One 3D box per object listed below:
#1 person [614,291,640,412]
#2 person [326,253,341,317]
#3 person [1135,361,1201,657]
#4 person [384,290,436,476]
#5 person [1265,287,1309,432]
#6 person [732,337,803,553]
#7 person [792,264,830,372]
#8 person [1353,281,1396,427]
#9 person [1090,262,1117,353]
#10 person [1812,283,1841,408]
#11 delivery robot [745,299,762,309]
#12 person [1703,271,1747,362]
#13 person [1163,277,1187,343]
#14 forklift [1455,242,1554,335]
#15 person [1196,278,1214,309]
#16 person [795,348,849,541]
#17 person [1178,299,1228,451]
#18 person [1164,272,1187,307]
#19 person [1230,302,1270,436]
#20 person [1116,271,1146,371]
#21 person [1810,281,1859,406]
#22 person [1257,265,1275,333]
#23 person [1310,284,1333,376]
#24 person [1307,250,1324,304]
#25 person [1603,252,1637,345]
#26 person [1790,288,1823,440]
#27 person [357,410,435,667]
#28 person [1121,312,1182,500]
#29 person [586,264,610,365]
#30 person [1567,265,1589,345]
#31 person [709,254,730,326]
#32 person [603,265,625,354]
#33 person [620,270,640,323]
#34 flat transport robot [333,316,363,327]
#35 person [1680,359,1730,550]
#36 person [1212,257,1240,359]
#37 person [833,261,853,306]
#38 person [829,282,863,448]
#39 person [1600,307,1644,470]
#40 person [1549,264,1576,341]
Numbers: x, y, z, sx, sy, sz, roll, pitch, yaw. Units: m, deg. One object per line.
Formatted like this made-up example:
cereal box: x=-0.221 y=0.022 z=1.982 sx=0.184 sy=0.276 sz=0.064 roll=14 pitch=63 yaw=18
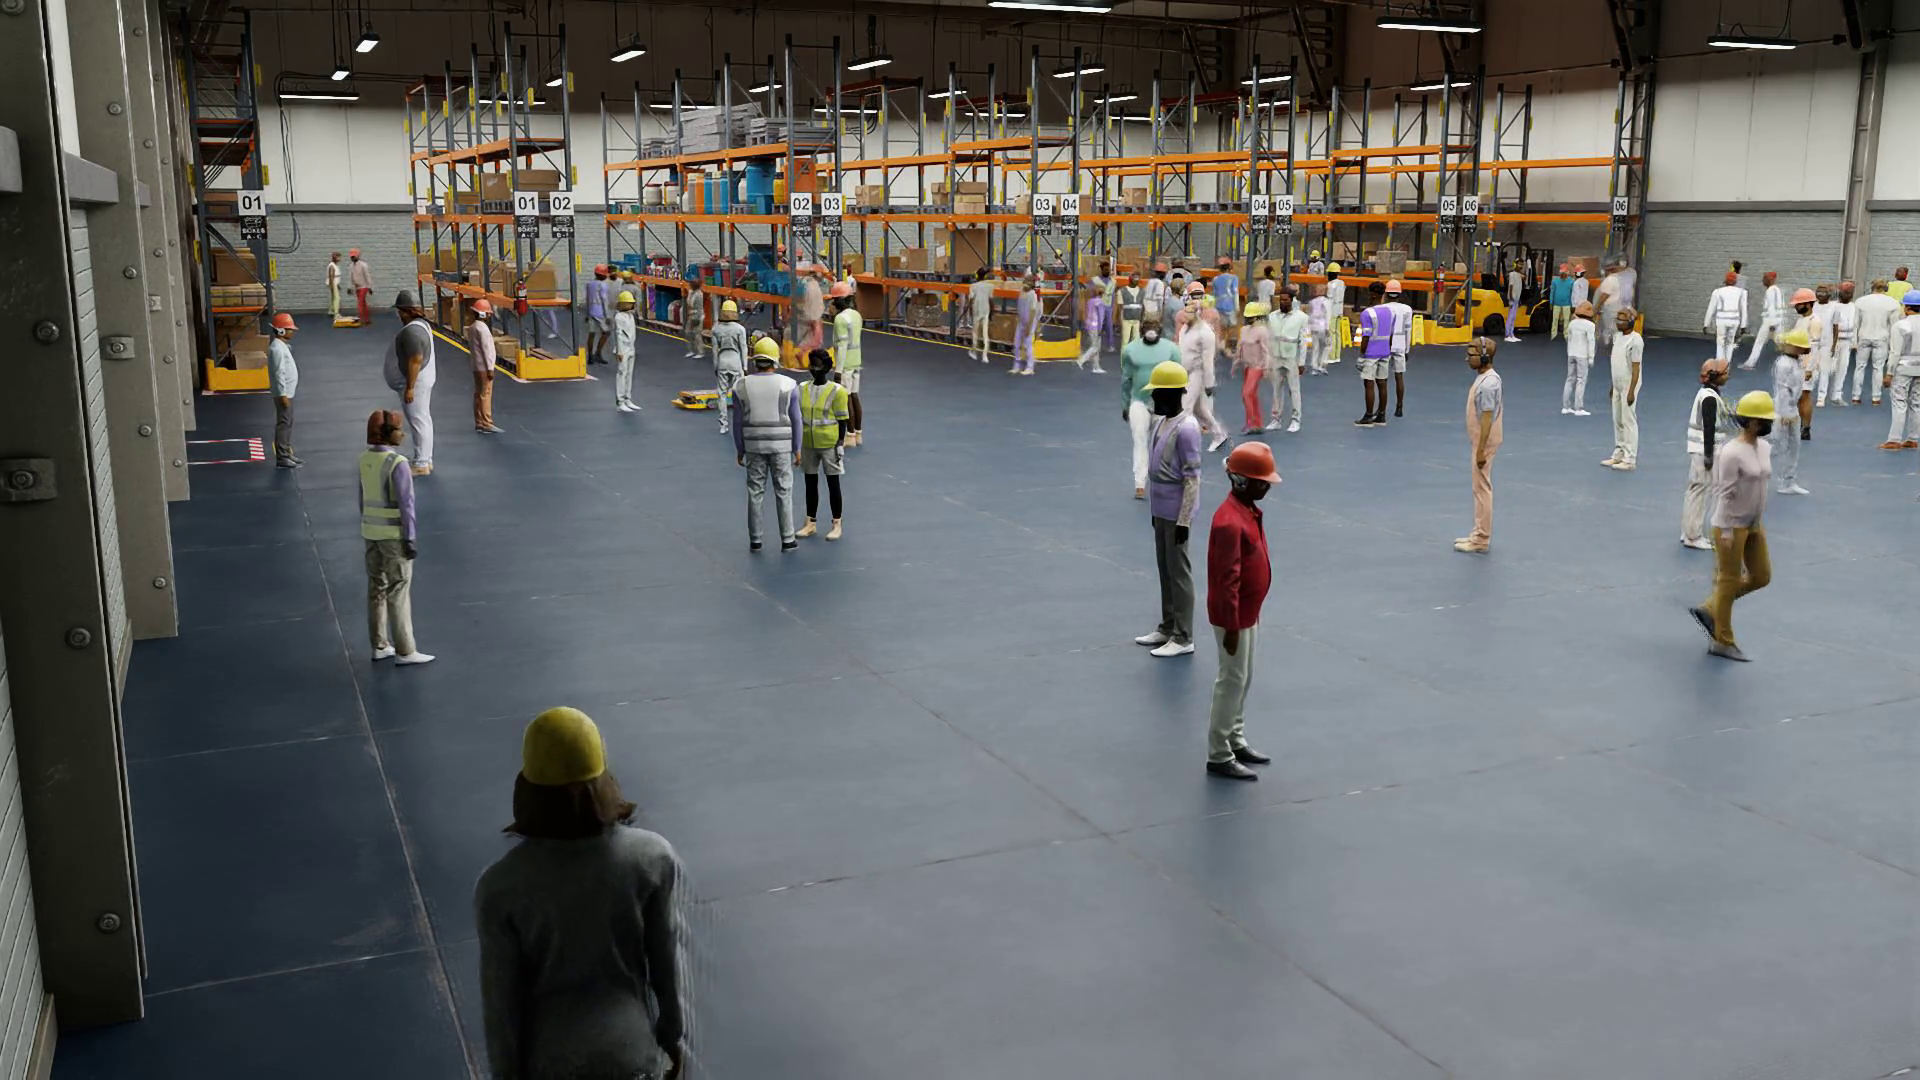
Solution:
person: x=-4.860 y=-2.754 z=24.284 sx=0.319 sy=1.743 sz=0.488 roll=3 pitch=11 yaw=14
person: x=-17.190 y=-6.991 z=45.704 sx=0.506 sy=1.806 sz=0.701 roll=-2 pitch=11 yaw=-12
person: x=1.366 y=-0.202 z=10.844 sx=0.371 sy=1.925 sz=0.595 roll=-2 pitch=11 yaw=-10
person: x=-6.072 y=-1.737 z=18.356 sx=0.537 sy=2.000 sz=0.682 roll=-2 pitch=11 yaw=-9
person: x=4.331 y=-2.392 z=22.040 sx=0.586 sy=1.910 sz=0.395 roll=10 pitch=15 yaw=41
person: x=-1.621 y=-0.796 z=14.107 sx=0.590 sy=1.833 sz=0.404 roll=0 pitch=11 yaw=1
person: x=-2.683 y=-4.012 z=30.140 sx=0.576 sy=1.952 sz=0.636 roll=1 pitch=11 yaw=7
person: x=5.601 y=-2.507 z=22.473 sx=0.613 sy=1.959 sz=0.361 roll=-8 pitch=14 yaw=-34
person: x=2.971 y=-4.857 z=34.671 sx=0.594 sy=1.875 sz=1.012 roll=-3 pitch=11 yaw=-13
person: x=12.769 y=-2.894 z=24.738 sx=0.504 sy=1.847 sz=0.345 roll=10 pitch=15 yaw=41
delivery robot: x=-6.002 y=-6.893 z=48.110 sx=0.477 sy=0.478 sz=0.707 roll=3 pitch=11 yaw=14
person: x=13.468 y=-3.809 z=29.334 sx=0.625 sy=1.861 sz=0.743 roll=2 pitch=11 yaw=8
person: x=3.161 y=-2.875 z=24.401 sx=0.363 sy=1.939 sz=0.636 roll=-1 pitch=11 yaw=-7
forklift: x=13.047 y=-6.049 z=39.881 sx=2.313 sy=2.155 sz=1.214 roll=-5 pitch=12 yaw=-23
person: x=4.384 y=-3.924 z=30.346 sx=0.533 sy=1.699 sz=0.318 roll=-4 pitch=12 yaw=-21
person: x=-1.233 y=-0.843 z=14.686 sx=0.535 sy=1.700 sz=0.318 roll=5 pitch=12 yaw=24
person: x=2.835 y=-1.942 z=19.852 sx=0.942 sy=1.869 sz=0.647 roll=-3 pitch=12 yaw=-17
person: x=4.326 y=-4.513 z=33.354 sx=0.531 sy=1.693 sz=0.320 roll=-2 pitch=11 yaw=-8
person: x=3.733 y=-2.207 z=21.508 sx=0.605 sy=1.740 sz=0.538 roll=-5 pitch=12 yaw=-22
person: x=3.093 y=-3.966 z=30.213 sx=0.593 sy=1.836 sz=0.386 roll=-4 pitch=12 yaw=-22
person: x=13.143 y=-2.955 z=25.013 sx=0.573 sy=1.865 sz=0.643 roll=-3 pitch=12 yaw=-17
person: x=6.071 y=-4.535 z=33.070 sx=0.432 sy=1.849 sz=0.556 roll=-6 pitch=13 yaw=-27
person: x=6.393 y=-3.717 z=29.476 sx=0.422 sy=1.614 sz=0.542 roll=-6 pitch=13 yaw=-30
person: x=9.910 y=-7.172 z=46.509 sx=0.404 sy=1.833 sz=0.587 roll=-5 pitch=12 yaw=-24
person: x=14.401 y=-5.260 z=36.263 sx=0.685 sy=2.000 sz=0.535 roll=1 pitch=11 yaw=6
person: x=10.719 y=-2.234 z=21.194 sx=0.386 sy=1.924 sz=0.548 roll=1 pitch=11 yaw=4
person: x=-3.647 y=-0.012 z=10.622 sx=0.514 sy=1.636 sz=0.315 roll=8 pitch=14 yaw=37
person: x=1.958 y=-1.400 z=17.051 sx=0.639 sy=1.895 sz=1.031 roll=2 pitch=11 yaw=10
person: x=-6.887 y=-4.300 z=31.709 sx=0.604 sy=1.914 sz=0.423 roll=9 pitch=14 yaw=38
person: x=13.489 y=-5.127 z=36.320 sx=0.342 sy=1.749 sz=0.573 roll=10 pitch=15 yaw=42
person: x=-5.905 y=-6.072 z=40.788 sx=0.577 sy=1.882 sz=0.349 roll=3 pitch=12 yaw=16
person: x=-7.014 y=-4.699 z=33.949 sx=0.522 sy=1.825 sz=0.744 roll=-5 pitch=12 yaw=-25
person: x=-6.817 y=-4.680 z=34.155 sx=0.492 sy=1.707 sz=0.692 roll=-4 pitch=12 yaw=-18
flat transport robot: x=-15.624 y=-5.588 z=42.443 sx=0.652 sy=0.197 sz=1.431 roll=-3 pitch=12 yaw=-17
person: x=6.430 y=-0.746 z=14.345 sx=0.311 sy=1.638 sz=0.523 roll=4 pitch=12 yaw=19
person: x=5.254 y=-4.575 z=32.876 sx=0.545 sy=2.002 sz=0.670 roll=-9 pitch=15 yaw=-40
person: x=-2.789 y=-5.746 z=39.460 sx=0.562 sy=1.752 sz=0.327 roll=-9 pitch=14 yaw=-38
person: x=-1.421 y=-2.144 z=20.427 sx=0.395 sy=2.038 sz=0.615 roll=4 pitch=12 yaw=17
person: x=7.473 y=-1.702 z=18.716 sx=0.346 sy=1.838 sz=0.505 roll=-1 pitch=11 yaw=-4
person: x=13.580 y=-5.356 z=37.517 sx=0.563 sy=1.743 sz=0.359 roll=6 pitch=13 yaw=28
